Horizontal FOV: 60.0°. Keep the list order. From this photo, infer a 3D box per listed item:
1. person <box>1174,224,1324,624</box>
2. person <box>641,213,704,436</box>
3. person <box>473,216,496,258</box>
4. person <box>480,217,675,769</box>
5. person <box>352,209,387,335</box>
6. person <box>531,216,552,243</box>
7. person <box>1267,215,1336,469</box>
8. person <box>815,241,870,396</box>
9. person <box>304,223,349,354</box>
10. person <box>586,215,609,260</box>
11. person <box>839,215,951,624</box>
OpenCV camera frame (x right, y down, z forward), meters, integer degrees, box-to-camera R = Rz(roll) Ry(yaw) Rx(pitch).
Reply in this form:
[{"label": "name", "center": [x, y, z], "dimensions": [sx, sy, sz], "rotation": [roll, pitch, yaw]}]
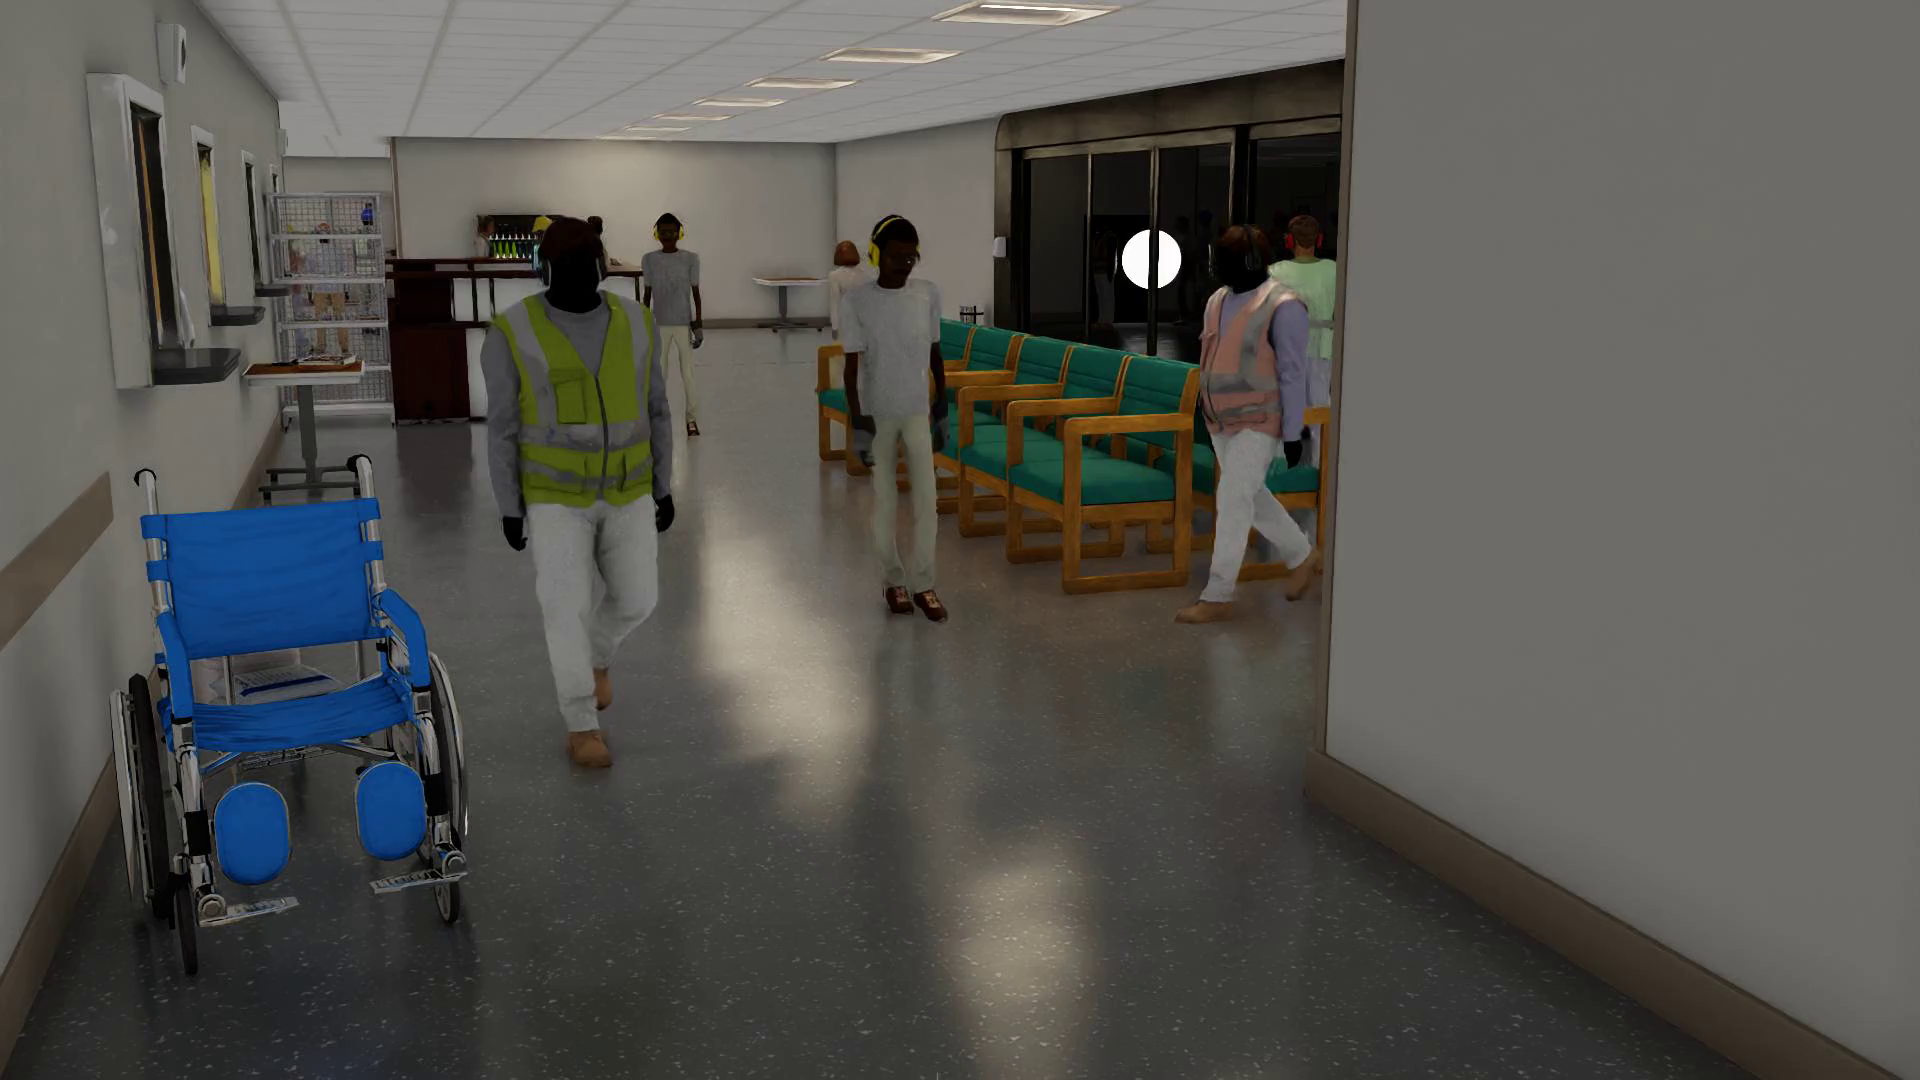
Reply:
[{"label": "person", "center": [1.380, -0.545, 7.665], "dimensions": [0.906, 1.809, 0.623], "rotation": [-6, 12, -27]}, {"label": "person", "center": [-2.398, -1.785, 13.888], "dimensions": [0.505, 1.861, 0.330], "rotation": [0, 11, -2]}, {"label": "person", "center": [-6.868, -3.797, 24.261], "dimensions": [0.451, 1.830, 0.531], "rotation": [-2, 11, -9]}, {"label": "person", "center": [-1.301, -0.172, 5.672], "dimensions": [0.637, 1.831, 0.566], "rotation": [-7, 13, -31]}, {"label": "person", "center": [-9.121, -4.146, 25.764], "dimensions": [0.618, 1.943, 0.396], "rotation": [6, 13, 29]}, {"label": "person", "center": [-5.449, -3.347, 21.972], "dimensions": [0.403, 1.827, 0.588], "rotation": [-5, 12, -23]}, {"label": "person", "center": [2.157, -1.120, 10.510], "dimensions": [0.565, 1.840, 0.390], "rotation": [-1, 11, -4]}, {"label": "person", "center": [-1.100, -2.101, 16.170], "dimensions": [0.521, 1.583, 0.871], "rotation": [-9, 14, -38]}, {"label": "person", "center": [-8.456, -3.359, 22.250], "dimensions": [0.563, 1.742, 0.361], "rotation": [-4, 12, -21]}, {"label": "person", "center": [-5.370, -3.845, 24.498], "dimensions": [0.430, 1.841, 0.624], "rotation": [-3, 12, -17]}, {"label": "person", "center": [-0.261, -0.530, 7.490], "dimensions": [0.546, 1.830, 0.667], "rotation": [-4, 12, -18]}]
